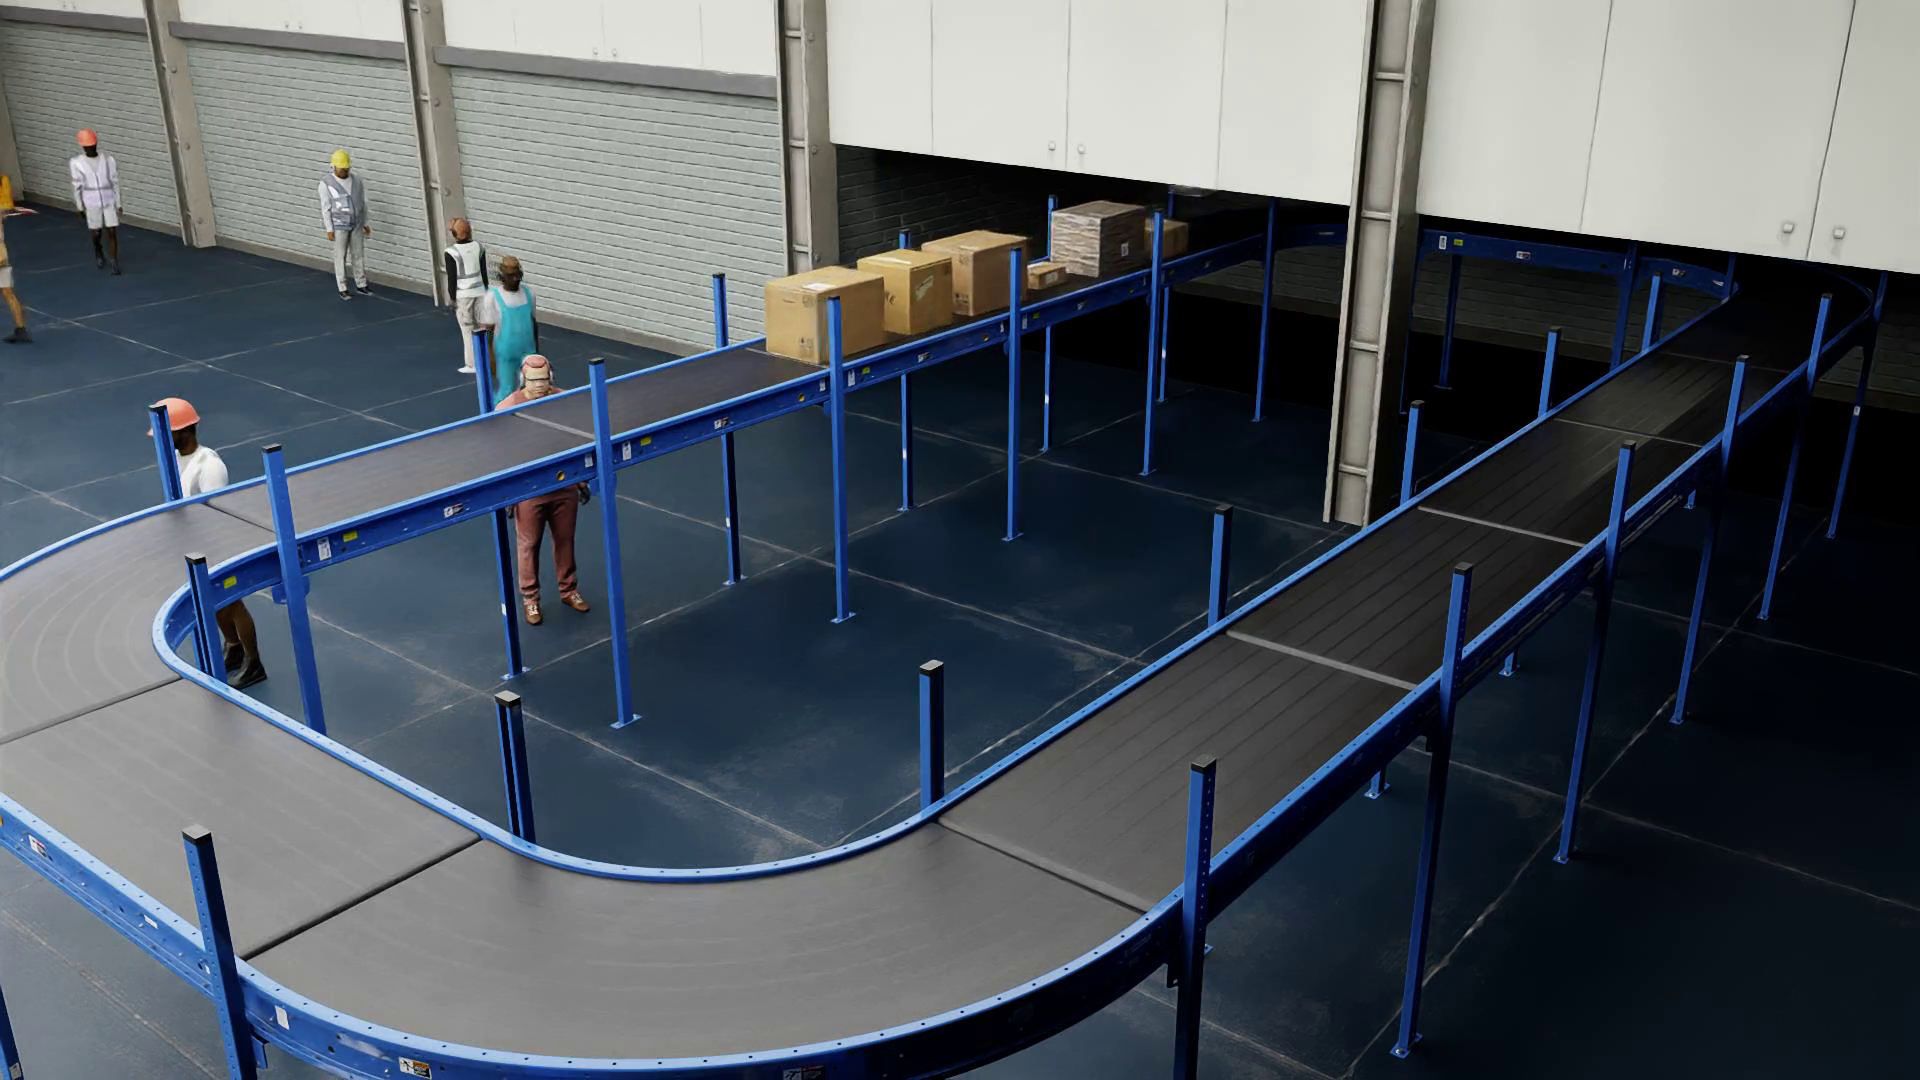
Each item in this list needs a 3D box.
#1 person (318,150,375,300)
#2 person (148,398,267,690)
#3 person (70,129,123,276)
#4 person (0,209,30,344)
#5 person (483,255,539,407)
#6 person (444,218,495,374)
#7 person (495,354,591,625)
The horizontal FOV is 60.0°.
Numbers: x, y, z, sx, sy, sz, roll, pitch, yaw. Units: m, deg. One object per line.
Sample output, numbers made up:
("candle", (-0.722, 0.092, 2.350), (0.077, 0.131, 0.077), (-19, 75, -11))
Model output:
("person", (-7.602, -3.919, 20.659), (0.404, 1.823, 0.592), (17, 27, 37))
("person", (-4.773, 0.028, 10.502), (0.549, 1.925, 0.411), (16, 27, 35))
("person", (-11.324, -4.450, 21.891), (0.541, 1.917, 0.542), (-13, 25, -29))
("person", (-10.888, -3.116, 18.501), (0.824, 1.904, 0.584), (3, 22, 8))
("person", (-4.046, -1.695, 15.029), (0.518, 1.820, 0.877), (-16, 27, -35))
("person", (-5.155, -2.562, 17.461), (0.310, 1.636, 0.523), (14, 25, 32))
("person", (-2.860, -0.359, 11.505), (0.649, 1.904, 0.401), (-15, 26, -33))
